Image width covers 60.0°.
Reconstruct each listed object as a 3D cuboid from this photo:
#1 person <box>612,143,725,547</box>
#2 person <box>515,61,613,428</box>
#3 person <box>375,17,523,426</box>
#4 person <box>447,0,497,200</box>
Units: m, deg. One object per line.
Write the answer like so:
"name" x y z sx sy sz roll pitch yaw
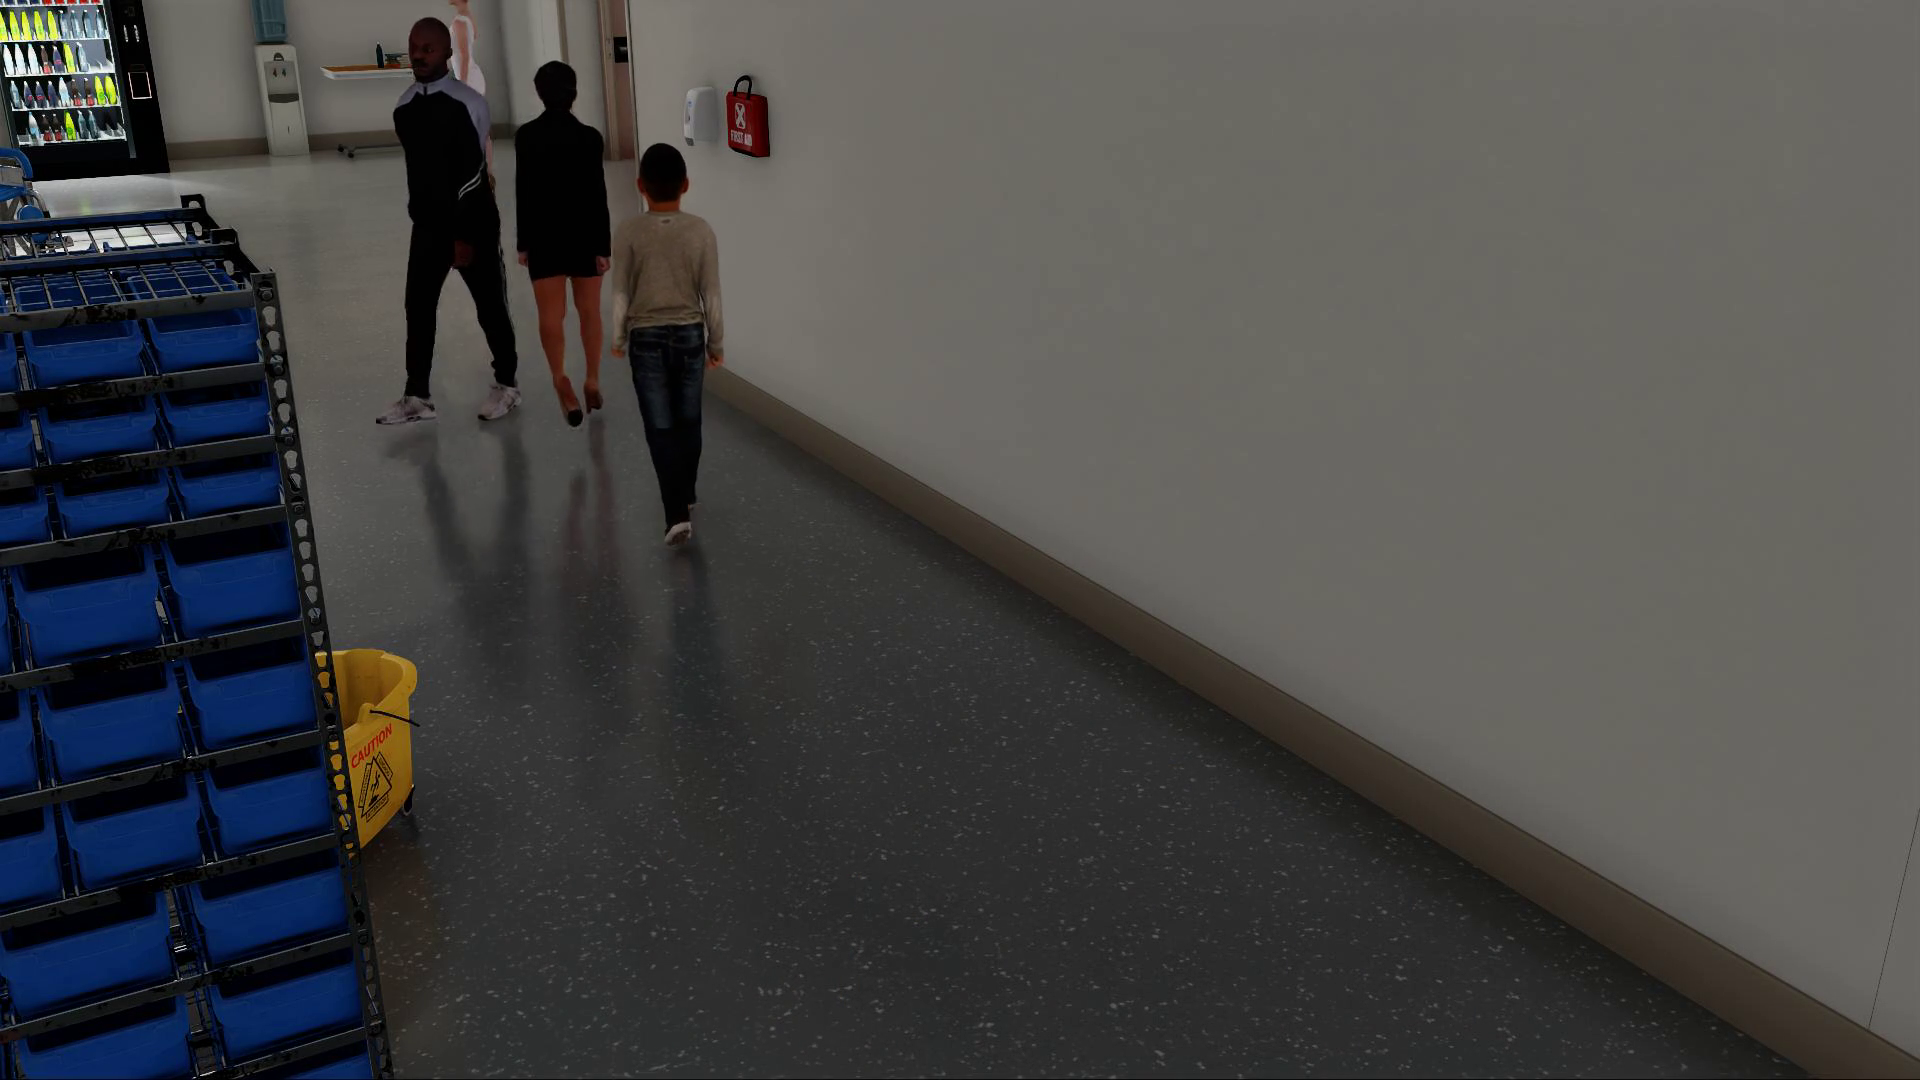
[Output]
"person" -1.072 -0.692 6.112 0.949 1.448 0.702 -8 22 -21
"person" -1.744 -1.251 7.353 1.003 1.614 0.845 -4 21 -11
"person" -2.234 -1.445 7.593 0.986 1.805 1.080 8 22 20
"person" -3.927 -3.629 13.381 0.612 1.791 0.629 -2 21 -6
